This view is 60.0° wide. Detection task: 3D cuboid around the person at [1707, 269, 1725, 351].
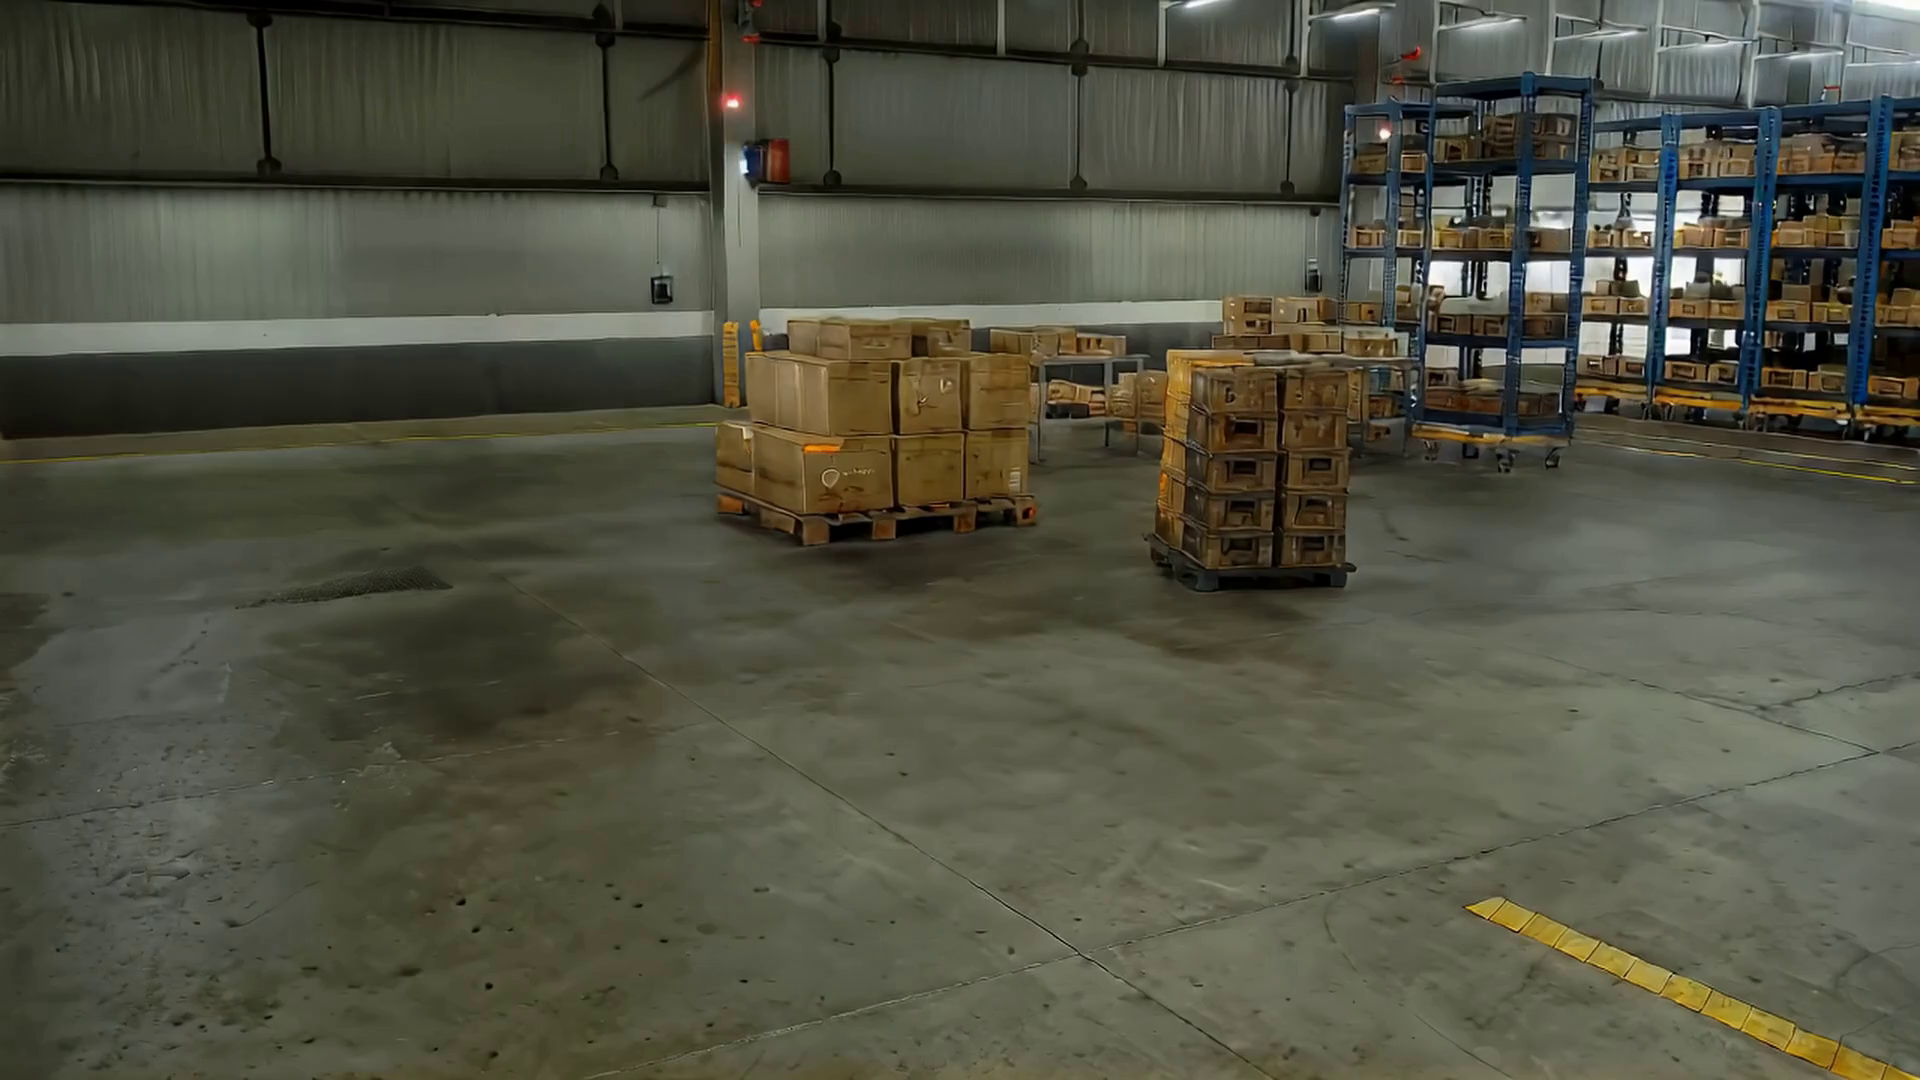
[{"bbox_3d":[11.318,-3.209,25.074,0.562,1.743,0.358,-9,13,-40],"label":"person"}]
